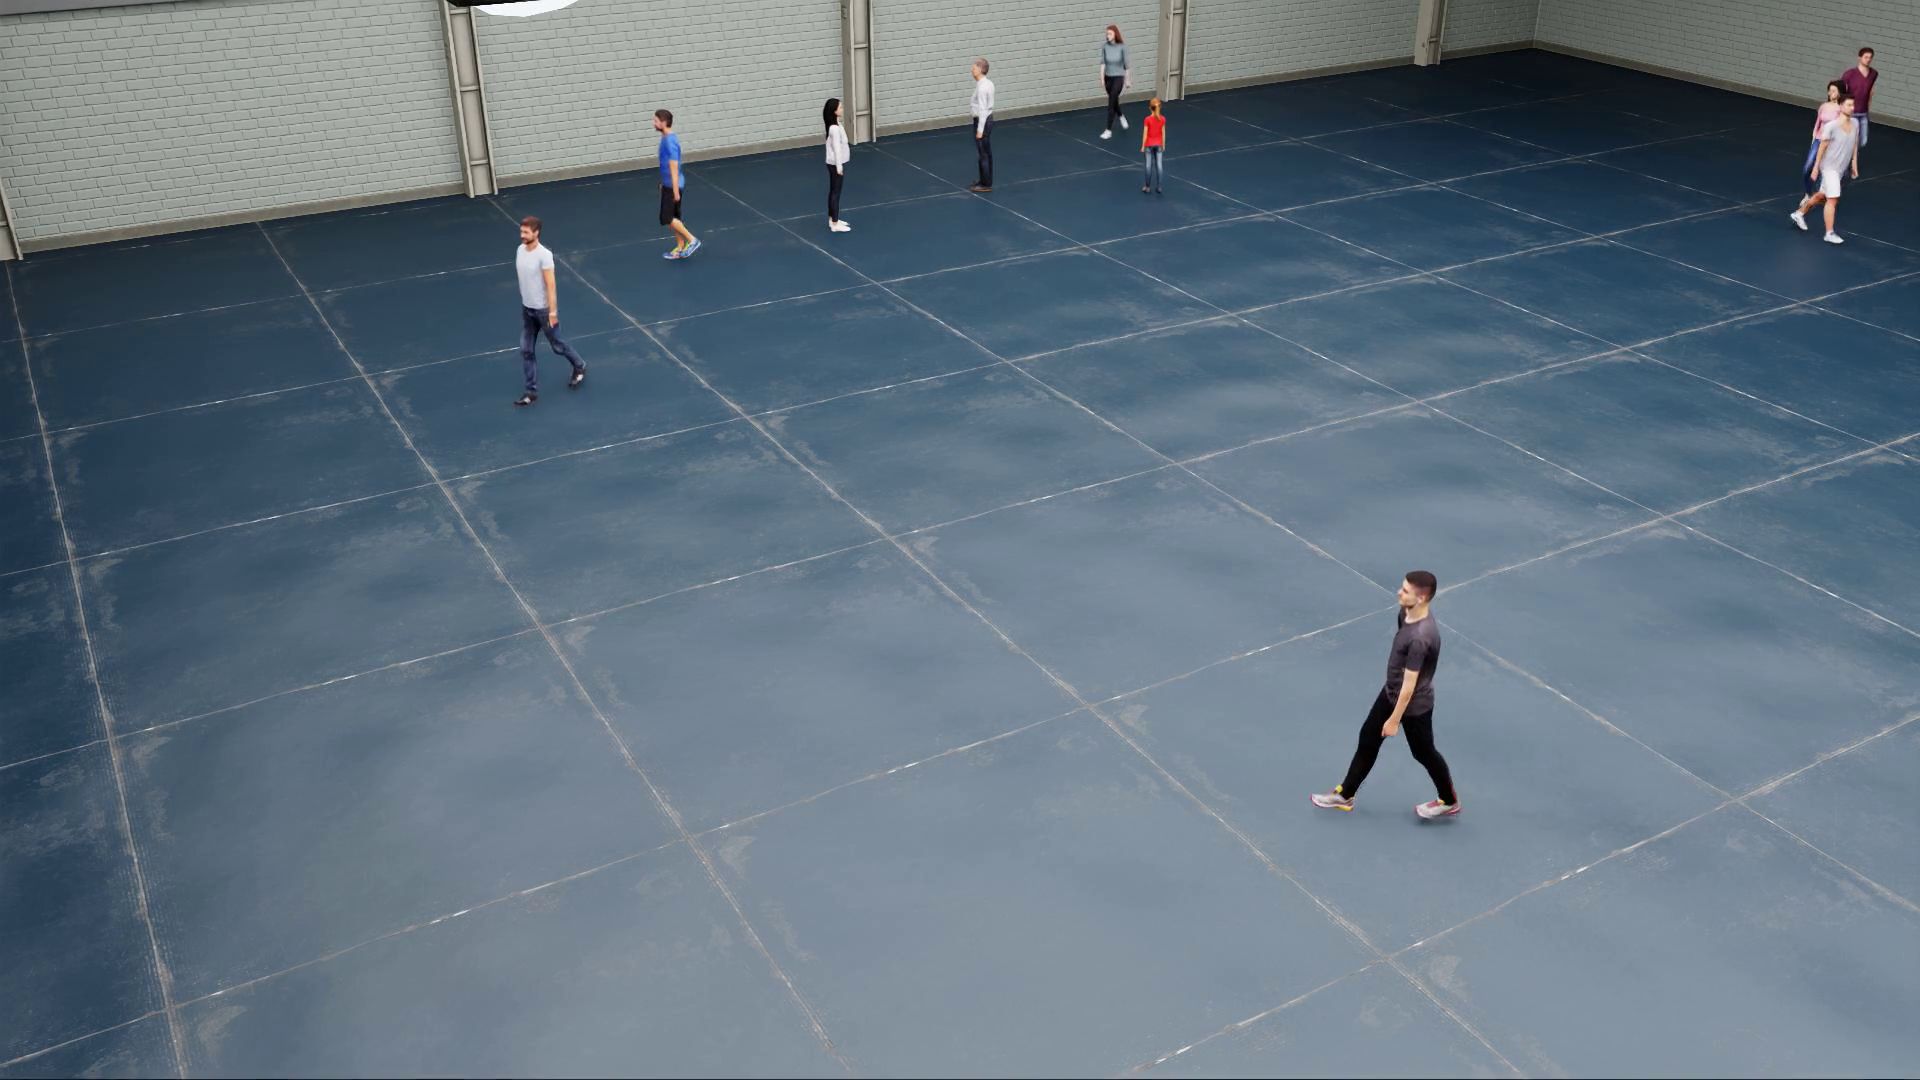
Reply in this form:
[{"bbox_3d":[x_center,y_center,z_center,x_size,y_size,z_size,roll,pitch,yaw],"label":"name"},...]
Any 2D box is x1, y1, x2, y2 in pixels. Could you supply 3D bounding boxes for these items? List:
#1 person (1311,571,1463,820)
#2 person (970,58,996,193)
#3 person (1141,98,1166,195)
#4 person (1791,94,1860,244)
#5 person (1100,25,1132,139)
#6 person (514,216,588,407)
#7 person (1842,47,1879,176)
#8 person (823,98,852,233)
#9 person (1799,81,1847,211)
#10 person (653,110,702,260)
[{"bbox_3d":[2.808,1.000,10.138,1.255,1.721,1.032,0,27,1],"label":"person"},{"bbox_3d":[0.320,-5.809,23.254,0.773,1.818,0.735,5,28,9],"label":"person"},{"bbox_3d":[2.705,-5.508,23.225,0.493,1.309,0.605,-6,28,-11],"label":"person"},{"bbox_3d":[11.086,-4.767,21.235,1.155,1.815,0.828,-12,29,-22],"label":"person"},{"bbox_3d":[2.459,-7.171,26.028,0.973,1.701,1.198,14,30,25],"label":"person"},{"bbox_3d":[-4.074,-2.286,16.393,1.039,1.836,1.279,15,31,26],"label":"person"},{"bbox_3d":[12.807,-6.161,23.916,0.759,1.839,0.859,0,27,0],"label":"person"},{"bbox_3d":[-1.618,-4.876,21.572,0.656,1.700,0.679,-5,28,-9],"label":"person"},{"bbox_3d":[11.697,-5.311,22.384,0.629,1.730,0.594,-19,33,-32],"label":"person"},{"bbox_3d":[-3.427,-4.335,20.353,0.789,1.853,0.711,-6,28,-12],"label":"person"}]
